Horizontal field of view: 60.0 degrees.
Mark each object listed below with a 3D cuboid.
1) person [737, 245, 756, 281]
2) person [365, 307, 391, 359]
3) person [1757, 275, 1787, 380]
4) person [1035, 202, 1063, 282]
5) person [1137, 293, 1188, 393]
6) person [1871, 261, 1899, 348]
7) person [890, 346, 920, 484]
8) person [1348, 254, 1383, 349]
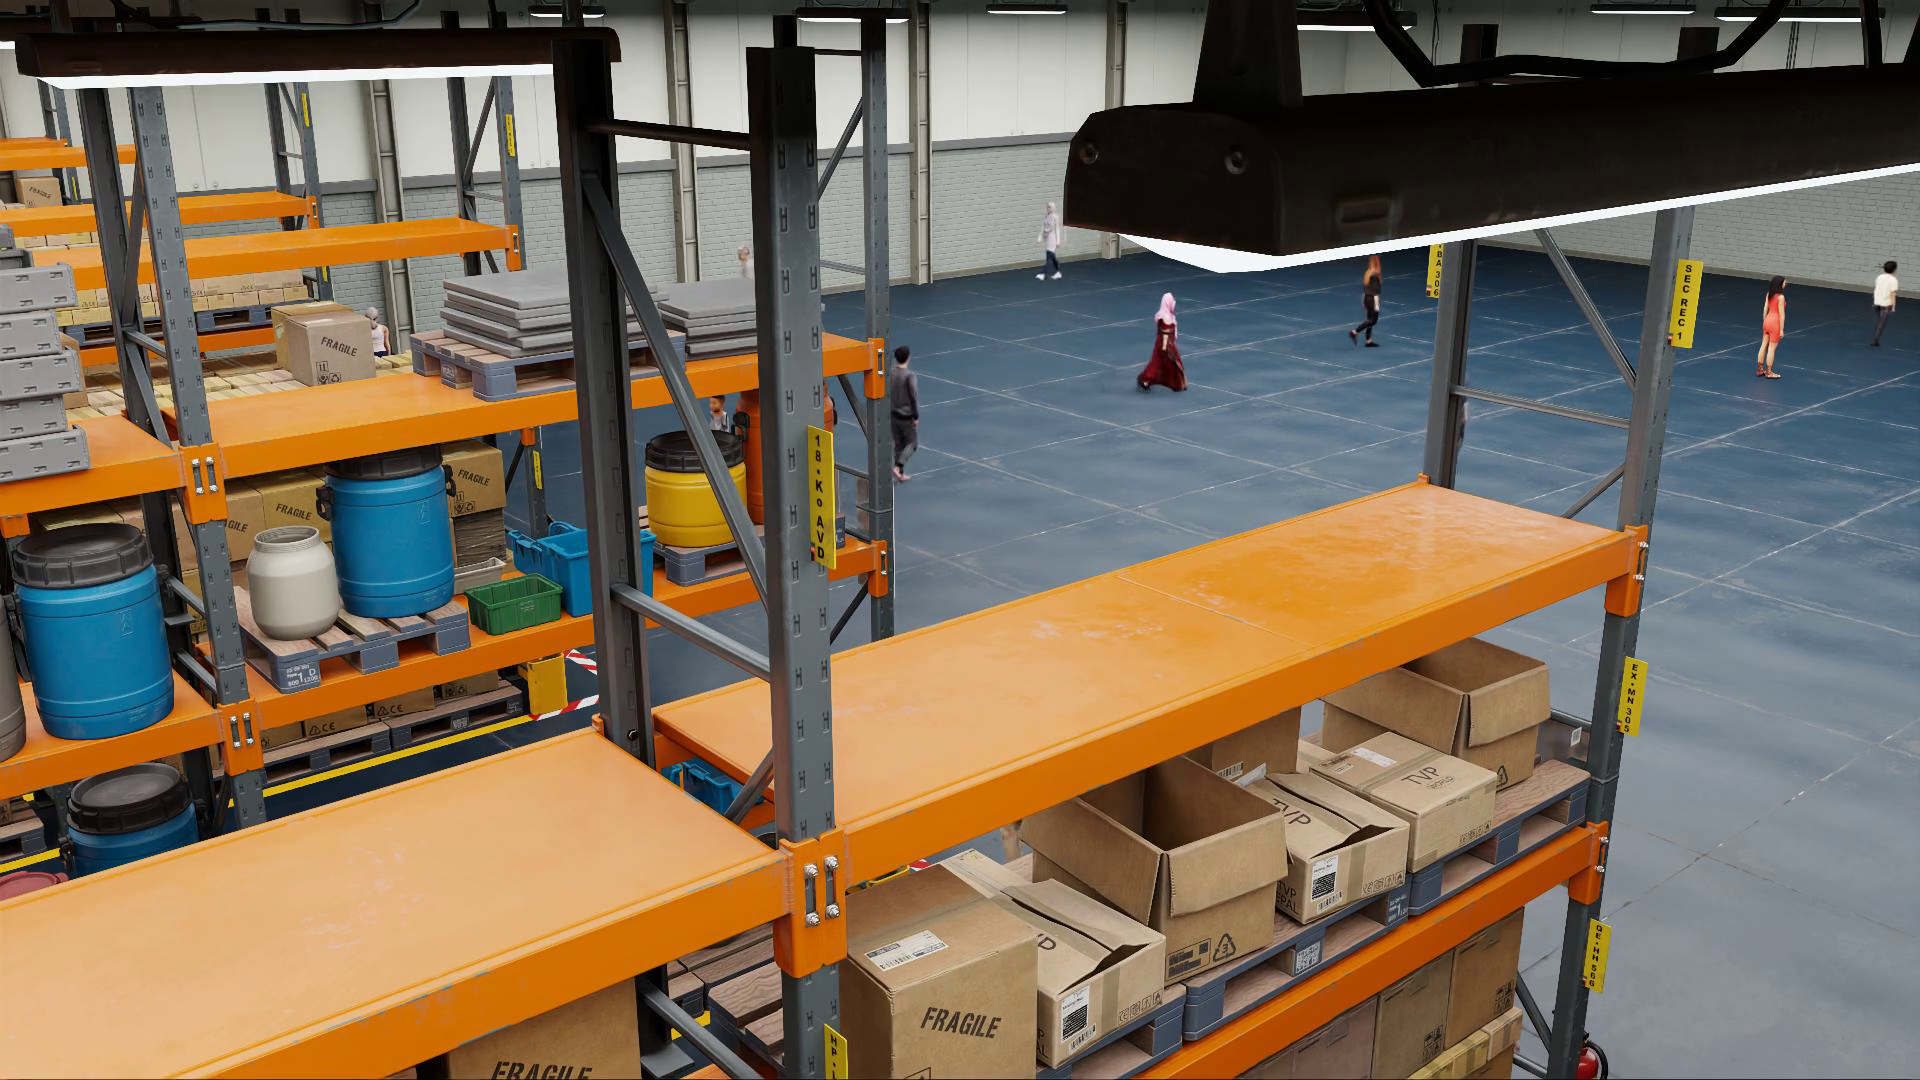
[{"bbox_3d":[-3.716,-4.456,30.371,1.016,1.849,0.917,-4,18,-11],"label":"person"},{"bbox_3d":[-8.802,-2.674,25.137,0.490,1.702,0.669,-12,22,-33],"label":"person"},{"bbox_3d":[13.628,-3.580,27.892,0.670,1.719,0.665,-4,18,-12],"label":"person"},{"bbox_3d":[2.104,-6.704,37.468,1.102,1.729,0.631,-14,23,-37],"label":"person"},{"bbox_3d":[3.220,-3.149,26.763,1.150,1.599,1.035,-1,18,-2],"label":"person"},{"bbox_3d":[16.752,-4.280,30.273,0.703,1.575,0.688,-5,19,-16],"label":"person"},{"bbox_3d":[-0.798,-1.601,21.639,0.823,1.828,0.897,11,21,30],"label":"person"},{"bbox_3d":[7.374,-4.313,30.174,0.988,1.699,0.888,-1,18,-5],"label":"person"}]
